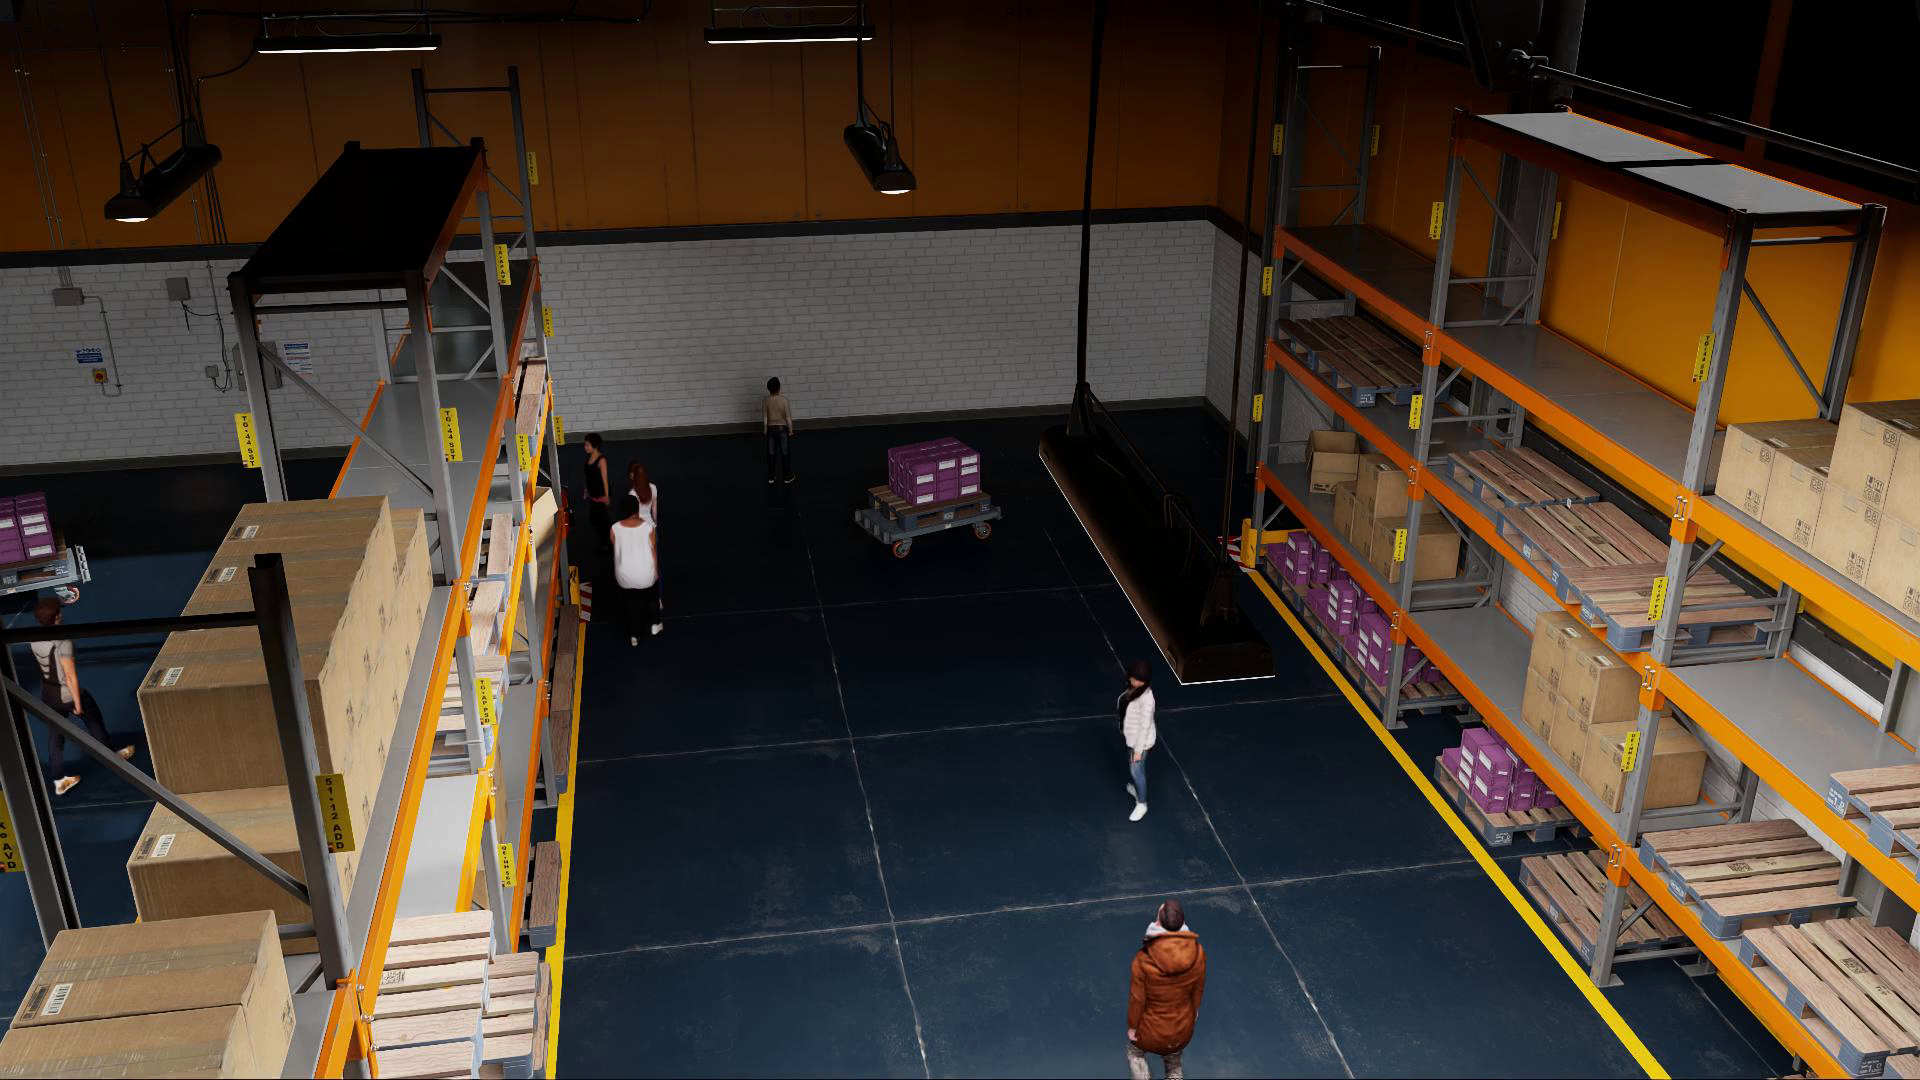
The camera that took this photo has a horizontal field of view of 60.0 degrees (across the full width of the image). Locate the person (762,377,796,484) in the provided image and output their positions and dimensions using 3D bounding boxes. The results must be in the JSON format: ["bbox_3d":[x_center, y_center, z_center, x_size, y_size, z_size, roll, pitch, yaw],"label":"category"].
[{"bbox_3d":[-2.444,-1.468,22.220,0.599,1.465,0.591,3,24,6],"label":"person"}]

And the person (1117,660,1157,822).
[{"bbox_3d":[1.596,1.703,14.779,0.830,1.613,0.495,-1,24,-2],"label":"person"}]

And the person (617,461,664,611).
[{"bbox_3d":[-3.480,-0.016,18.590,1.012,1.712,0.918,20,30,37],"label":"person"}]

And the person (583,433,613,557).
[{"bbox_3d":[-4.296,-0.584,20.105,0.700,1.539,0.609,-14,27,-28],"label":"person"}]

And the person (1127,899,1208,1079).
[{"bbox_3d":[1.378,3.232,11.018,0.748,1.826,0.731,-7,25,-16],"label":"person"}]

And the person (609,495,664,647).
[{"bbox_3d":[-3.486,0.347,17.810,0.686,1.672,0.745,-2,24,-4],"label":"person"}]

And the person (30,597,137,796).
[{"bbox_3d":[-8.182,1.447,15.058,0.968,1.859,1.147,7,25,15],"label":"person"}]
